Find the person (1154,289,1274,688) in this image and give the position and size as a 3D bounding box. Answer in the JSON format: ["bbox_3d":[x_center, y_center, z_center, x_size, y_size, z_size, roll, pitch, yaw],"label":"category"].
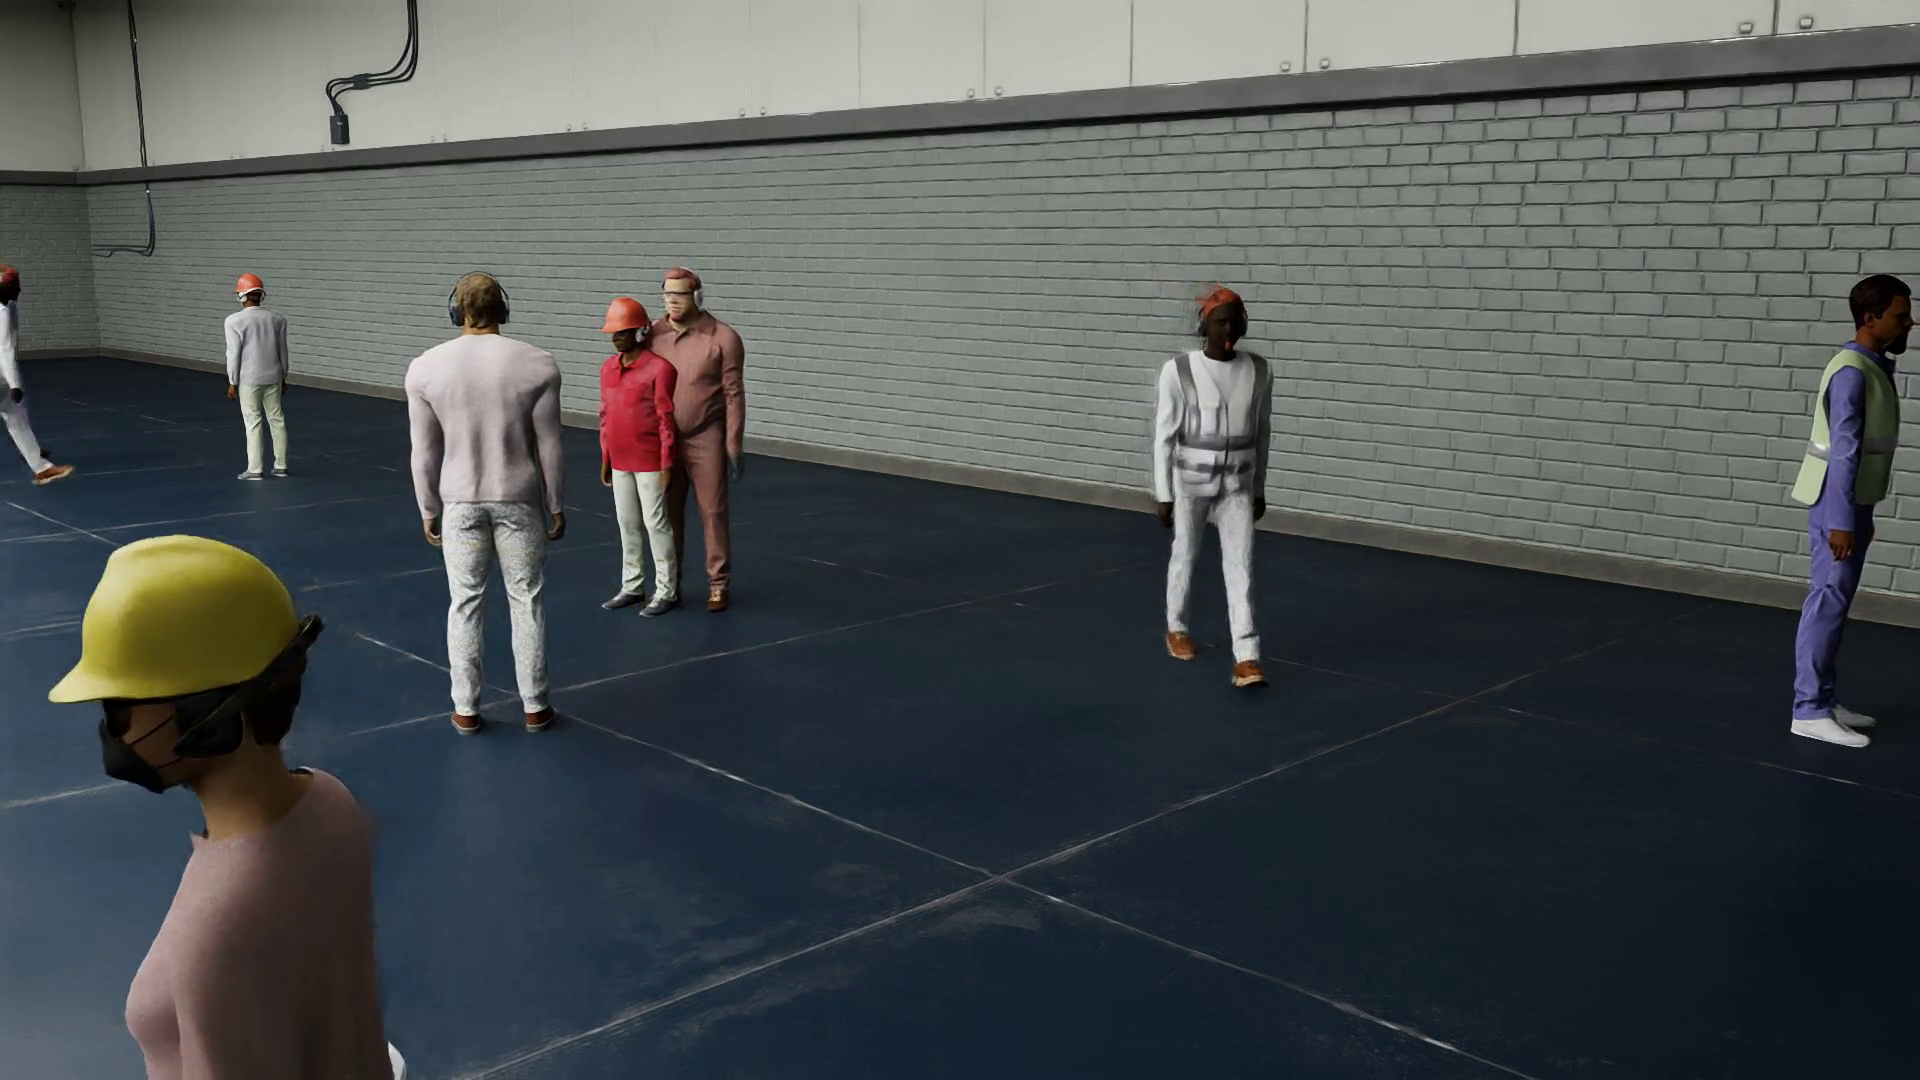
[{"bbox_3d":[1.191,-0.257,7.841,0.603,1.830,1.000,-2,11,-10],"label":"person"}]

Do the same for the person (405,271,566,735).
[{"bbox_3d":[-1.959,-0.146,6.952,0.627,1.932,0.374,-2,11,-8],"label":"person"}]

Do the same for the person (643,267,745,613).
[{"bbox_3d":[-1.513,-0.544,9.182,0.650,1.905,0.402,2,11,12],"label":"person"}]

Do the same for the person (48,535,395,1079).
[{"bbox_3d":[-0.896,0.857,1.992,0.656,1.747,0.529,-1,10,-4],"label":"person"}]

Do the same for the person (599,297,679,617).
[{"bbox_3d":[-1.786,-0.452,9.125,0.571,1.743,0.353,8,13,37],"label":"person"}]

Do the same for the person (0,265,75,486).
[{"bbox_3d":[-7.810,-1.305,13.501,1.003,1.829,0.612,-8,13,-36],"label":"person"}]

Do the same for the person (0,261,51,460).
[{"bbox_3d":[-8.806,-1.618,15.212,0.655,1.839,0.919,5,11,24],"label":"person"}]

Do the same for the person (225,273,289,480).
[{"bbox_3d":[-6.006,-1.391,14.211,0.330,1.751,0.563,7,13,34],"label":"person"}]

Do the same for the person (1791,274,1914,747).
[{"bbox_3d":[3.672,-0.131,6.890,0.398,1.920,0.590,7,13,35],"label":"person"}]
